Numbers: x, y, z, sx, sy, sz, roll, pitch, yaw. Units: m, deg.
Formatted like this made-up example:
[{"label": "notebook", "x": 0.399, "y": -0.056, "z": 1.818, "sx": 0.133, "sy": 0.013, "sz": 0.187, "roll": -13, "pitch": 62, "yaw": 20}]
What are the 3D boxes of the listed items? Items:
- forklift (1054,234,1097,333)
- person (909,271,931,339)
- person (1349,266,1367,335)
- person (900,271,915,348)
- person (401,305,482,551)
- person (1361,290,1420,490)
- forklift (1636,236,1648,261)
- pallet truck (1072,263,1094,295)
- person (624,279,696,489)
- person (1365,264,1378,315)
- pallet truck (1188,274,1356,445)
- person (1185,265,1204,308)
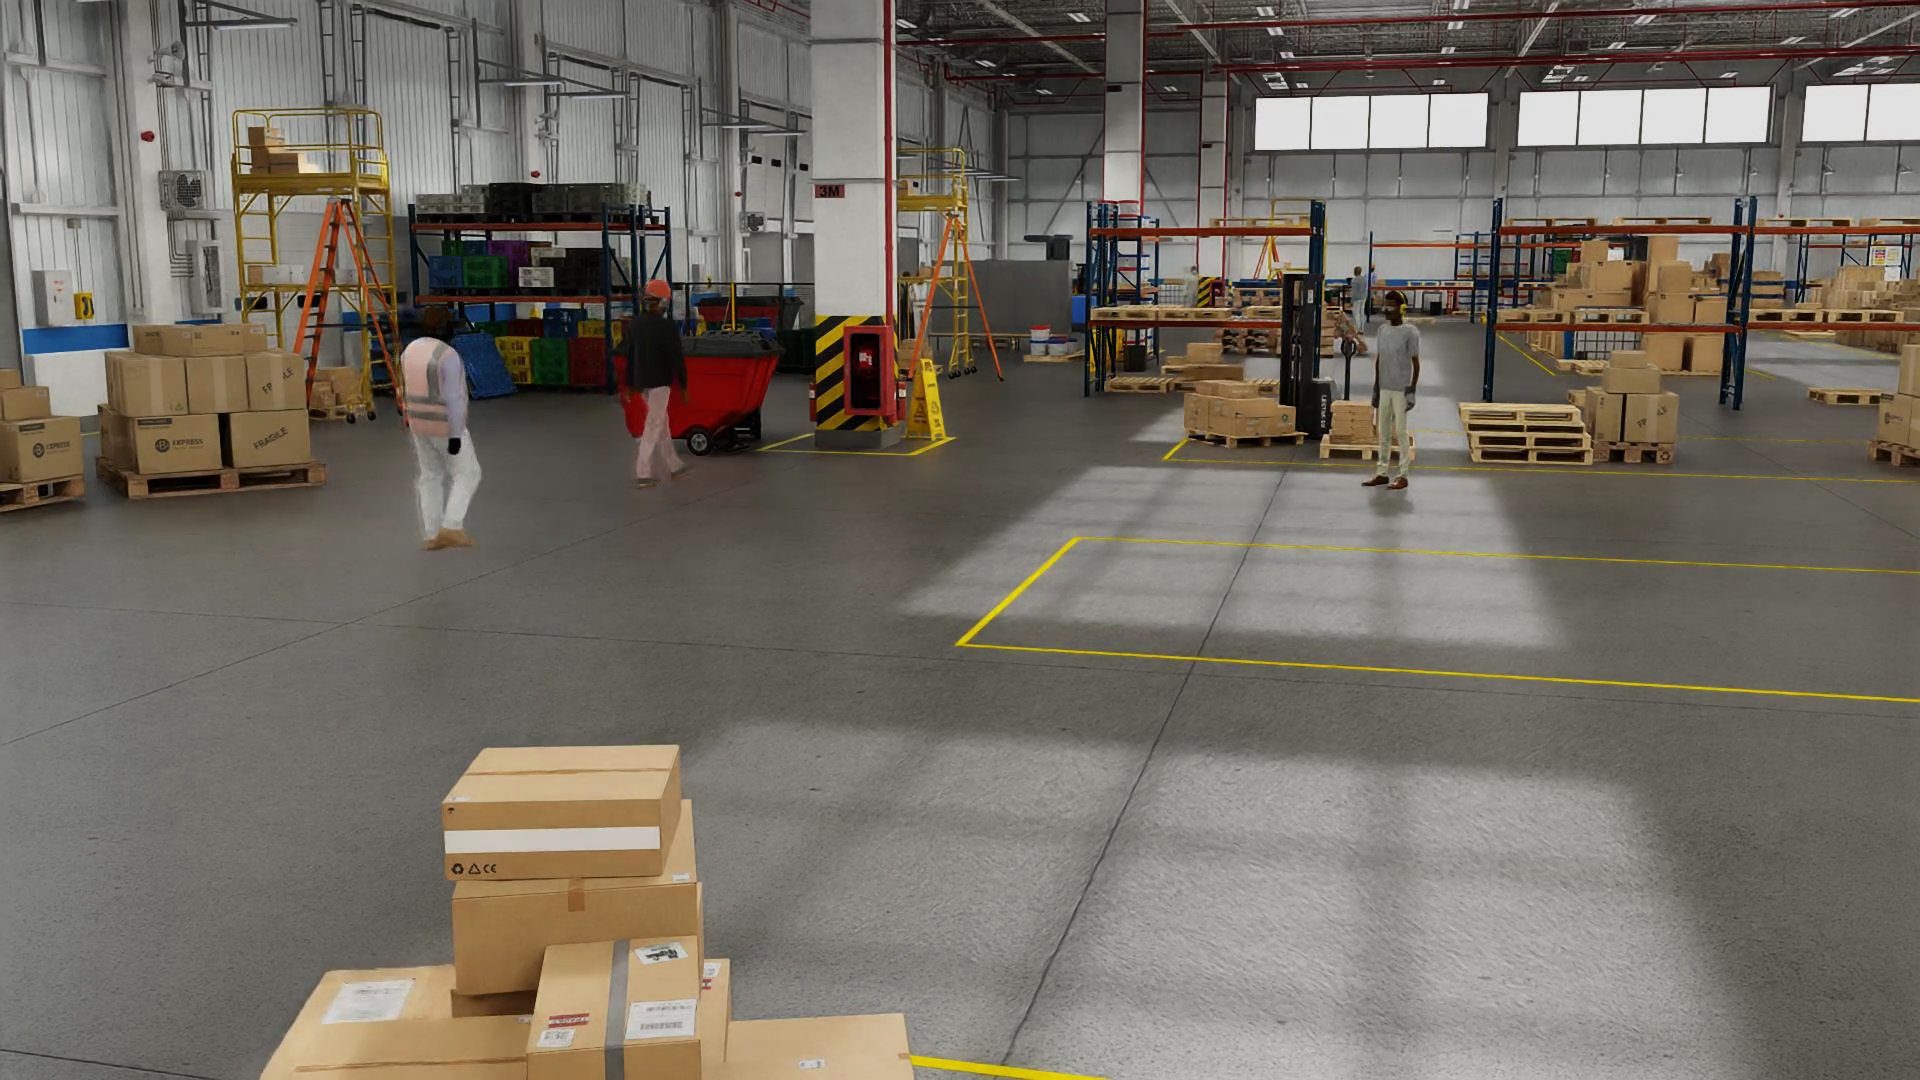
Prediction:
[{"label": "forklift", "x": 2.933, "y": -7.338, "z": 47.611, "sx": 1.873, "sy": 2.768, "sz": 1.129, "roll": 2, "pitch": 10, "yaw": 14}, {"label": "person", "x": -0.948, "y": -5.514, "z": 39.843, "sx": 0.592, "sy": 1.873, "sz": 0.585, "roll": -1, "pitch": 10, "yaw": -5}, {"label": "person", "x": 11.130, "y": -6.688, "z": 46.551, "sx": 0.627, "sy": 1.940, "sz": 0.370, "roll": -9, "pitch": 13, "yaw": -43}, {"label": "person", "x": -1.284, "y": -5.560, "z": 40.186, "sx": 0.514, "sy": 1.845, "sz": 0.339, "roll": 0, "pitch": 10, "yaw": -2}, {"label": "person", "x": -3.847, "y": -0.817, "z": 12.331, "sx": 0.628, "sy": 1.829, "sz": 0.454, "roll": 7, "pitch": 12, "yaw": 35}, {"label": "person", "x": 4.080, "y": -1.405, "z": 15.644, "sx": 0.334, "sy": 1.873, "sz": 0.517, "roll": -6, "pitch": 12, "yaw": -33}, {"label": "forklift", "x": 21.007, "y": -7.905, "z": 50.949, "sx": 1.873, "sy": 2.768, "sz": 1.129, "roll": 9, "pitch": 13, "yaw": 42}, {"label": "pallet truck", "x": 4.325, "y": -8.180, "z": 55.162, "sx": 0.823, "sy": 1.965, "sz": 1.885, "roll": 6, "pitch": 11, "yaw": 31}, {"label": "person", "x": -2.790, "y": -1.489, "z": 15.858, "sx": 0.652, "sy": 1.956, "sz": 0.943, "roll": 8, "pitch": 13, "yaw": 39}, {"label": "person", "x": 15.684, "y": -9.540, "z": 63.438, "sx": 0.422, "sy": 1.915, "sz": 0.597, "roll": -7, "pitch": 12, "yaw": -37}, {"label": "pallet truck", "x": 3.653, "y": -2.138, "z": 19.590, "sx": 1.885, "sy": 1.965, "sz": 0.823, "roll": -4, "pitch": 10, "yaw": -20}, {"label": "person", "x": 8.071, "y": -8.487, "z": 57.201, "sx": 0.642, "sy": 1.911, "sz": 0.688, "roll": -1, "pitch": 10, "yaw": -3}]
